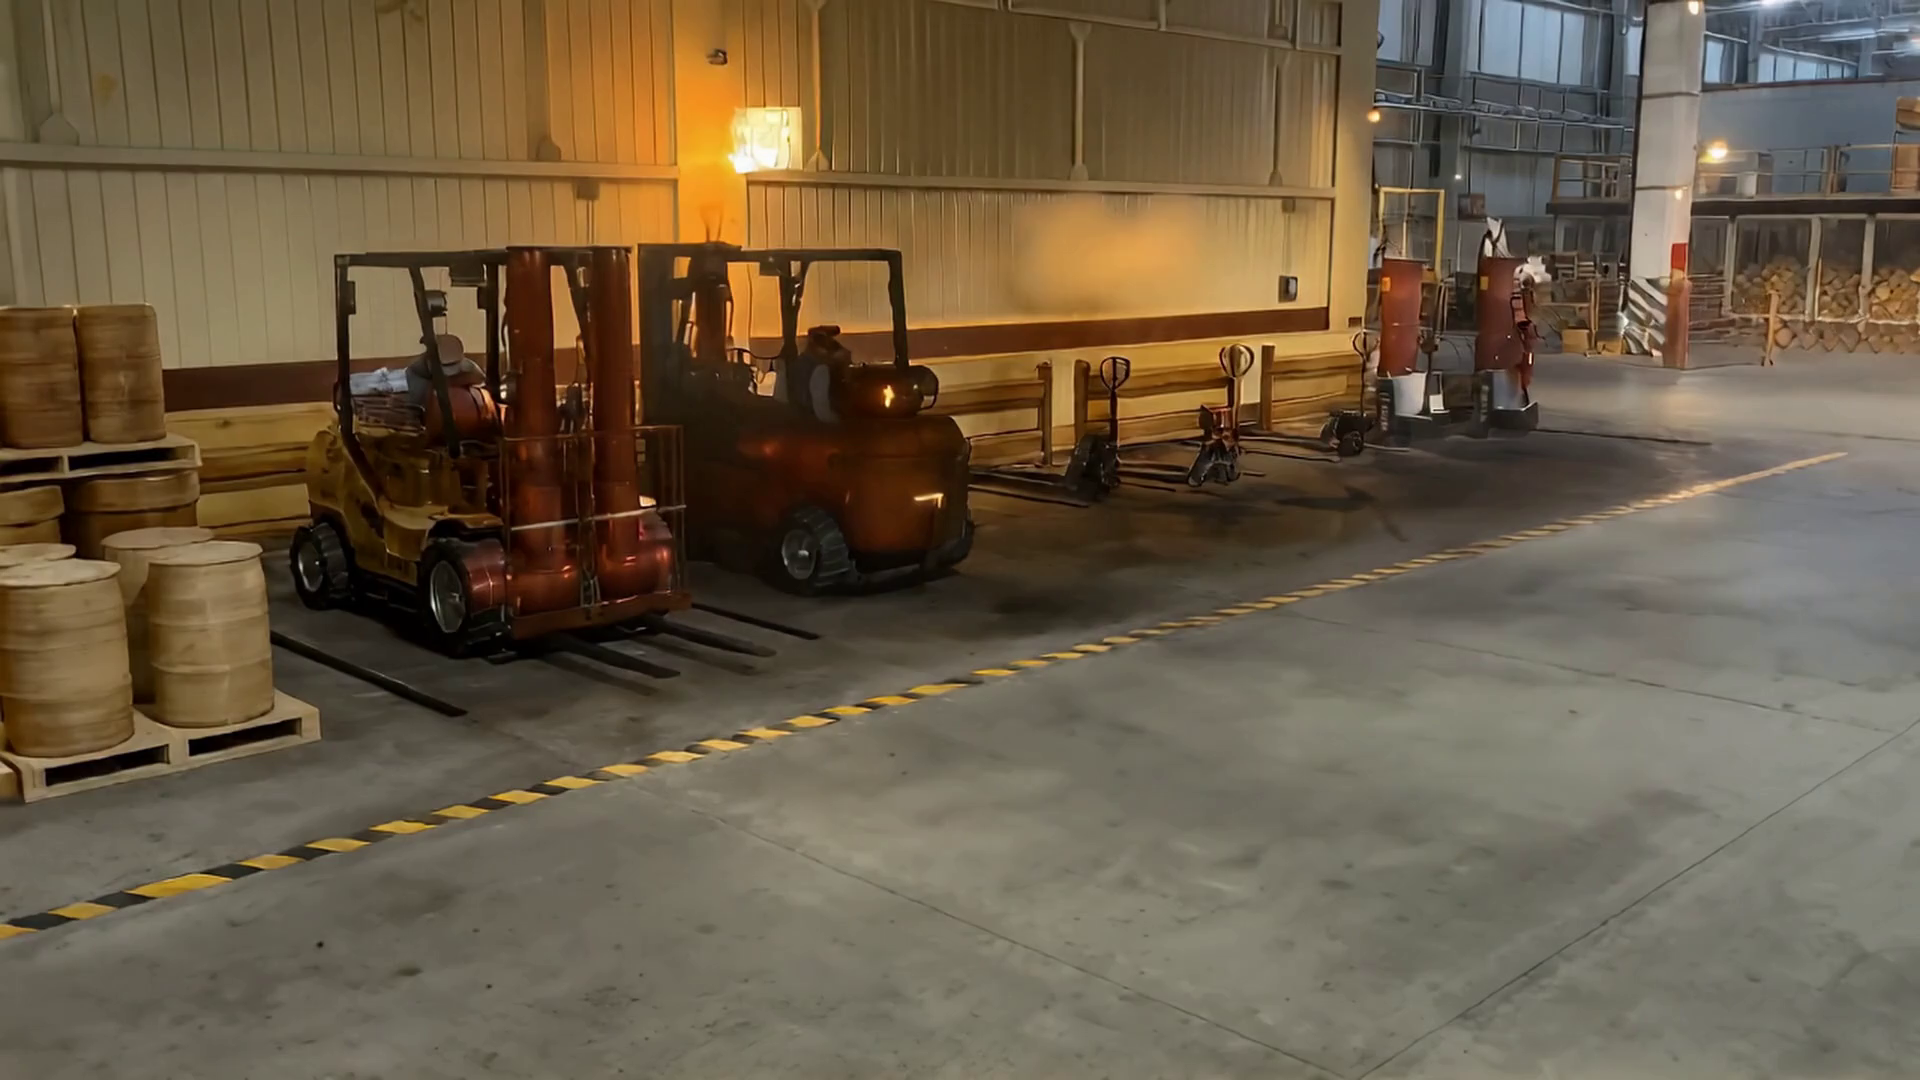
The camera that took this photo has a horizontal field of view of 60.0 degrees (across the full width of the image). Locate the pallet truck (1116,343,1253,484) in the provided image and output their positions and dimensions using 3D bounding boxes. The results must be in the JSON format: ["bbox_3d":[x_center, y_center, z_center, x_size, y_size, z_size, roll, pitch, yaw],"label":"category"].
[{"bbox_3d":[1.962,-1.215,15.415,1.522,1.261,0.704,10,14,43],"label":"pallet truck"}]

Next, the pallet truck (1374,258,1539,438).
[{"bbox_3d":[5.704,-2.208,18.901,1.885,1.965,0.823,10,14,43],"label":"pallet truck"}]

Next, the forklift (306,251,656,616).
[{"bbox_3d":[-2.833,-0.669,9.694,1.157,1.987,2.680,-10,14,-44],"label":"forklift"}]

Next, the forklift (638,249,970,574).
[{"bbox_3d":[-1.173,-0.958,11.239,2.680,1.987,1.157,10,14,43],"label":"forklift"}]

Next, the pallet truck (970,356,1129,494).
[{"bbox_3d":[0.784,-1.085,14.876,0.680,1.201,1.601,-10,14,-44],"label":"pallet truck"}]

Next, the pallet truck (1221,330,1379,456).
[{"bbox_3d":[3.563,-1.581,17.381,0.653,1.274,1.630,-10,14,-44],"label":"pallet truck"}]

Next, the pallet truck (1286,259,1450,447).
[{"bbox_3d":[4.493,-2.078,18.196,0.823,1.965,1.885,-9,14,-40],"label":"pallet truck"}]
